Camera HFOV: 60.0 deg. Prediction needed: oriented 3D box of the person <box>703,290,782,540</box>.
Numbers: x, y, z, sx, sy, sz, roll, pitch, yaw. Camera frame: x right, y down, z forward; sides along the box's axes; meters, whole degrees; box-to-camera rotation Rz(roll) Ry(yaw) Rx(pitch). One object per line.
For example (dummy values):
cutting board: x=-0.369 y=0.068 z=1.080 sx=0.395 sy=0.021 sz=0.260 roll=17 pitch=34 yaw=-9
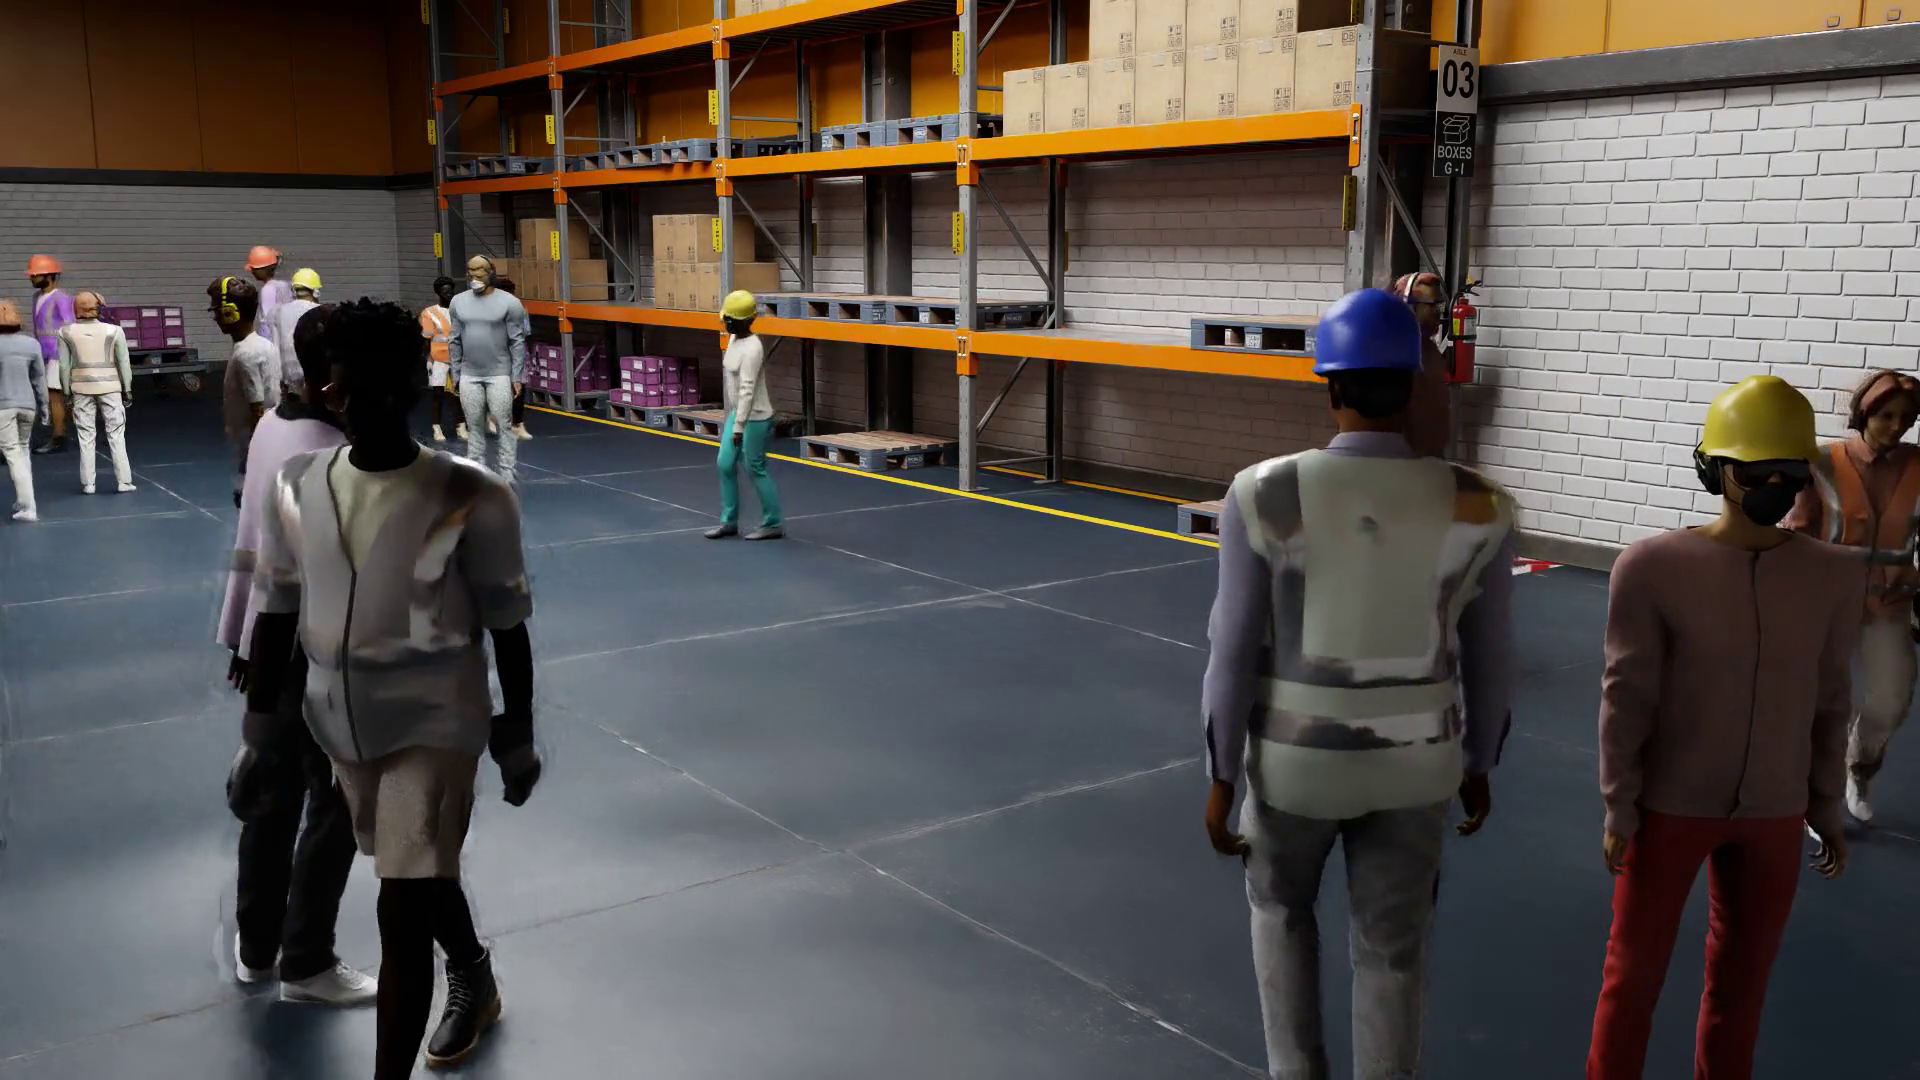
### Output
person: x=-1.462 y=-0.817 z=11.164 sx=0.603 sy=1.708 sz=0.592 roll=-5 pitch=11 yaw=-26

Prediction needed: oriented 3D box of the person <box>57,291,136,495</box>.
person: x=-6.960 y=-1.177 z=13.416 sx=0.523 sy=1.636 sz=0.310 roll=-4 pitch=11 yaw=-19

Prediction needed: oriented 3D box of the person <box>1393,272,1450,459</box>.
person: x=2.142 y=-0.307 z=7.847 sx=0.573 sy=1.886 sz=0.681 roll=9 pitch=13 yaw=40

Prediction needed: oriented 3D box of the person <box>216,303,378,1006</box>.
person: x=-1.769 y=0.311 z=4.434 sx=0.403 sy=1.871 sz=0.763 roll=-9 pitch=13 yaw=-40

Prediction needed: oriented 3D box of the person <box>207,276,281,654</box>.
person: x=-3.507 y=-0.367 z=8.244 sx=0.328 sy=1.865 sz=0.517 roll=-3 pitch=10 yaw=-15

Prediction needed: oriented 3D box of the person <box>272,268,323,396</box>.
person: x=-5.690 y=-1.442 z=14.425 sx=0.589 sy=1.815 sz=0.577 roll=4 pitch=11 yaw=19

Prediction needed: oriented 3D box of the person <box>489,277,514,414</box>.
person: x=-5.407 y=-2.280 z=19.625 sx=0.500 sy=1.629 sz=0.276 roll=-10 pitch=14 yaw=-43

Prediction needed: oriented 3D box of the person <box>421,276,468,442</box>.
person: x=-5.236 y=-1.842 z=17.003 sx=0.536 sy=1.690 sz=0.322 roll=-9 pitch=13 yaw=-41

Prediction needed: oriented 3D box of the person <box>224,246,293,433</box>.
person: x=-6.892 y=-1.901 z=16.497 sx=1.004 sy=1.987 sz=0.633 roll=-1 pitch=10 yaw=-7

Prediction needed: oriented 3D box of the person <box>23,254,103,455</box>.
person: x=-8.694 y=-1.792 z=16.069 sx=0.573 sy=1.922 sz=0.639 roll=8 pitch=13 yaw=37

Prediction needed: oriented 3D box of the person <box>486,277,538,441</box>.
person: x=-4.643 y=-1.846 z=17.022 sx=0.416 sy=1.673 sz=0.551 roll=7 pitch=13 yaw=36

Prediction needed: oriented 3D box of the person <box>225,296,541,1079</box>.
person: x=-1.281 y=0.413 z=3.766 sx=0.607 sy=1.917 sz=1.023 roll=3 pitch=10 yaw=14

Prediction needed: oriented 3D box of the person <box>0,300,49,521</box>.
person: x=-7.036 y=-0.952 z=12.238 sx=0.702 sy=1.607 sz=0.505 roll=6 pitch=12 yaw=30

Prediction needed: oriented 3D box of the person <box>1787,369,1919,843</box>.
person: x=3.009 y=0.234 z=5.571 sx=0.520 sy=1.622 sz=0.382 roll=2 pitch=10 yaw=13

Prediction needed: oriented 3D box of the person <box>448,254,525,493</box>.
person: x=-3.773 y=-1.299 z=13.268 sx=0.627 sy=1.934 sz=0.372 roll=1 pitch=10 yaw=7

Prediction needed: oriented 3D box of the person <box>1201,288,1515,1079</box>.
person: x=0.823 y=0.447 z=3.490 sx=0.640 sy=1.926 sz=0.549 roll=1 pitch=10 yaw=5

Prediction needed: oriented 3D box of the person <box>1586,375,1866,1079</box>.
person: x=1.554 y=0.548 z=3.386 sx=0.524 sy=1.769 sz=0.325 roll=0 pitch=10 yaw=-1
